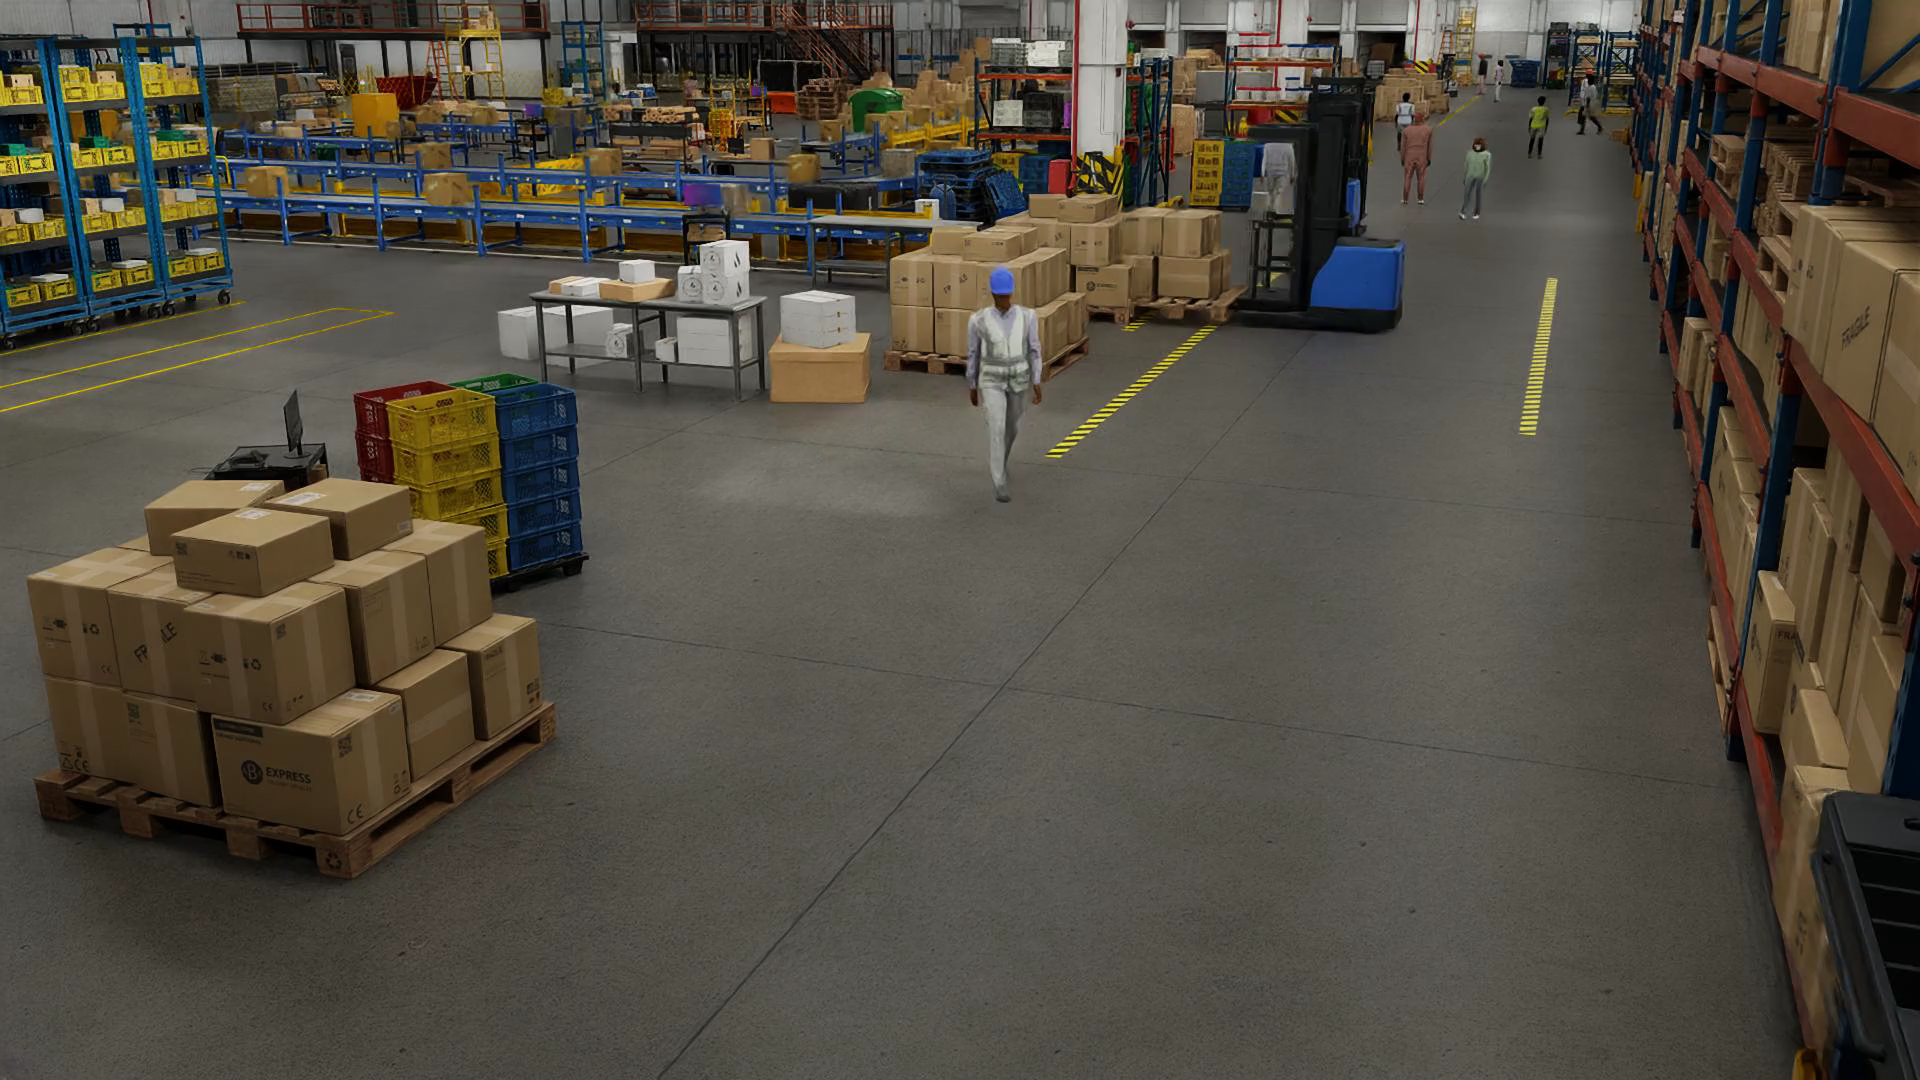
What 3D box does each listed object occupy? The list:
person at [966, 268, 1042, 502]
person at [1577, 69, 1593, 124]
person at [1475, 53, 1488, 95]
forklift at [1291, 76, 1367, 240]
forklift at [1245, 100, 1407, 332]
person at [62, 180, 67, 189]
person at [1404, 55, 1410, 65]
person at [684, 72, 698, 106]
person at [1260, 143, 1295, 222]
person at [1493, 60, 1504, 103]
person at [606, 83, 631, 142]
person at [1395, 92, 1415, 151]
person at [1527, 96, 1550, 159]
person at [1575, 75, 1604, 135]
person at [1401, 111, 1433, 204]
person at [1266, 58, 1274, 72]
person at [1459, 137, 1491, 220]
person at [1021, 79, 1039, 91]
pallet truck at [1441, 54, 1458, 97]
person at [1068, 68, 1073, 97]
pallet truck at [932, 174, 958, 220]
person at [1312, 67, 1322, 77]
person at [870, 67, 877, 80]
[{"bbox_3d":[0.357,-1.346,13.968,0.603,1.913,0.924,-4,18,-13],"label":"person"},{"bbox_3d":[22.494,-15.934,59.776,0.399,1.928,0.542,3,18,9],"label":"person"},{"bbox_3d":[25.245,-22.514,80.338,0.391,1.993,0.627,-5,18,-14],"label":"person"},{"bbox_3d":[6.598,-6.755,29.381,1.129,2.768,1.873,6,19,19],"label":"forklift"},{"bbox_3d":[4.740,-4.158,21.220,1.873,2.768,1.129,6,19,19],"label":"forklift"},{"bbox_3d":[-15.233,-5.764,27.914,0.796,1.879,0.396,12,21,34],"label":"person"},{"bbox_3d":[23.113,-24.193,86.049,0.888,1.721,0.540,6,19,18],"label":"person"},{"bbox_3d":[-10.197,-16.898,63.125,0.532,1.725,0.883,-10,20,-30],"label":"person"},{"bbox_3d":[6.165,-7.081,32.137,0.627,1.806,0.770,7,19,21],"label":"person"},{"bbox_3d":[23.953,-20.390,73.910,0.429,1.844,0.627,2,18,7],"label":"person"},{"bbox_3d":[-10.375,-12.932,50.520,0.989,1.815,0.531,1,18,2],"label":"person"},{"bbox_3d":[12.775,-11.992,47.791,0.543,1.682,0.379,5,18,15],"label":"person"},{"bbox_3d":[15.925,-11.357,45.794,0.539,1.684,0.321,9,20,26],"label":"person"},{"bbox_3d":[20.621,-14.166,54.220,0.794,1.940,0.617,14,23,38],"label":"person"},{"bbox_3d":[9.617,-8.056,35.070,0.643,1.901,0.396,5,18,16],"label":"person"},{"bbox_3d":[16.700,-25.342,89.423,0.596,1.883,0.934,-7,19,-20],"label":"person"},{"bbox_3d":[9.970,-6.979,32.179,0.510,1.574,0.875,10,20,30],"label":"person"},{"bbox_3d":[2.670,-17.099,63.246,0.698,2.000,0.537,-3,18,-10],"label":"person"},{"bbox_3d":[22.765,-21.886,78.355,0.823,1.965,1.885,-4,18,-14],"label":"pallet truck"},{"bbox_3d":[4.583,-18.426,67.502,1.049,1.991,0.625,6,19,18],"label":"person"},{"bbox_3d":[-0.507,-5.292,27.348,0.653,1.274,1.630,6,19,19],"label":"pallet truck"},{"bbox_3d":[15.302,-19.569,71.299,0.521,1.864,0.335,-7,19,-20],"label":"person"},{"bbox_3d":[-3.269,-17.417,64.555,0.884,1.855,0.584,10,20,28],"label":"person"}]
